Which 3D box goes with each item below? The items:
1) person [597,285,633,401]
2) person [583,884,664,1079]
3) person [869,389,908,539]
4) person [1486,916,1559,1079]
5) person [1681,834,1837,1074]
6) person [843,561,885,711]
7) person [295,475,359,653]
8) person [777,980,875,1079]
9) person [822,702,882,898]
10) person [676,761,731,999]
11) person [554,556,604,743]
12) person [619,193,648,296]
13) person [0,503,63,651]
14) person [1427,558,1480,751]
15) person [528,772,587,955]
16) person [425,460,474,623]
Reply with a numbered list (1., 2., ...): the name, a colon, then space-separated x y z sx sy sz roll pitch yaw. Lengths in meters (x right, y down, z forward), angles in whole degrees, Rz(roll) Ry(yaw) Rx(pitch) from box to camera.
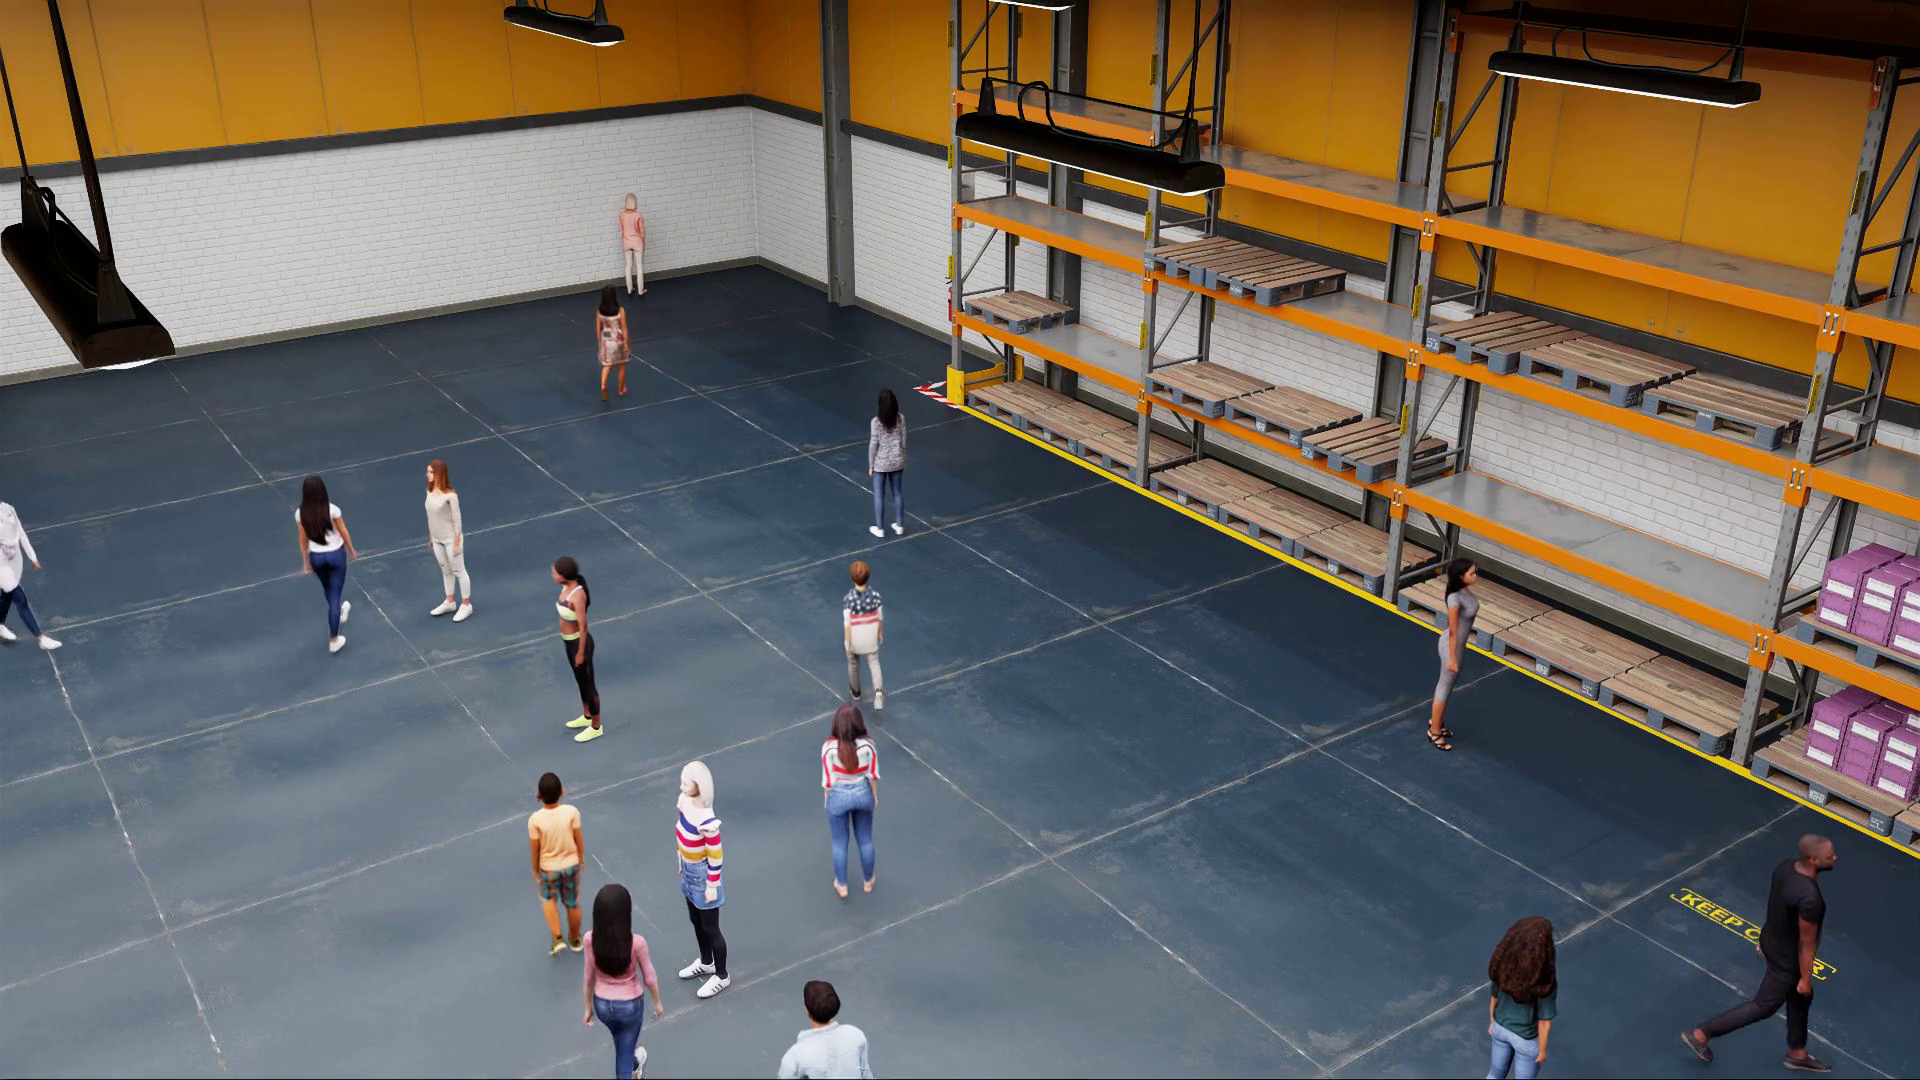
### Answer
1. person: -4.871 -2.731 23.244 0.984 1.627 1.067 3 24 7
2. person: -2.118 2.929 10.192 1.001 1.712 1.083 3 24 7
3. person: -0.816 -0.877 18.873 0.643 1.731 0.573 -12 26 -25
4. person: 3.408 2.995 10.160 0.651 1.616 0.519 -17 29 -34
5. person: 5.201 2.684 10.665 1.268 1.782 1.173 5 24 12
6. person: -0.877 0.885 15.225 0.682 1.425 0.925 -8 25 -17
7. person: -6.203 0.265 16.263 1.017 1.729 1.170 0 24 1
8. person: -0.696 3.307 9.246 0.703 1.776 1.078 -17 29 -34
9. person: -0.825 1.950 12.555 0.666 1.613 0.646 -4 24 -10
10. person: -1.779 2.317 11.470 0.710 1.809 0.430 -16 28 -32
11. person: -3.358 0.933 14.705 0.652 1.755 0.494 -11 26 -23
12. person: -5.611 -5.080 28.497 0.661 1.724 0.721 4 24 9
13. person: -9.397 0.254 16.287 1.212 1.732 1.052 8 25 19
14. person: 4.303 0.978 14.569 0.677 1.781 0.665 11 26 23
15. person: -2.841 2.350 11.843 0.607 1.449 0.691 -8 25 -18
16. person: -5.218 -0.022 16.940 0.614 1.713 0.730 14 27 29
